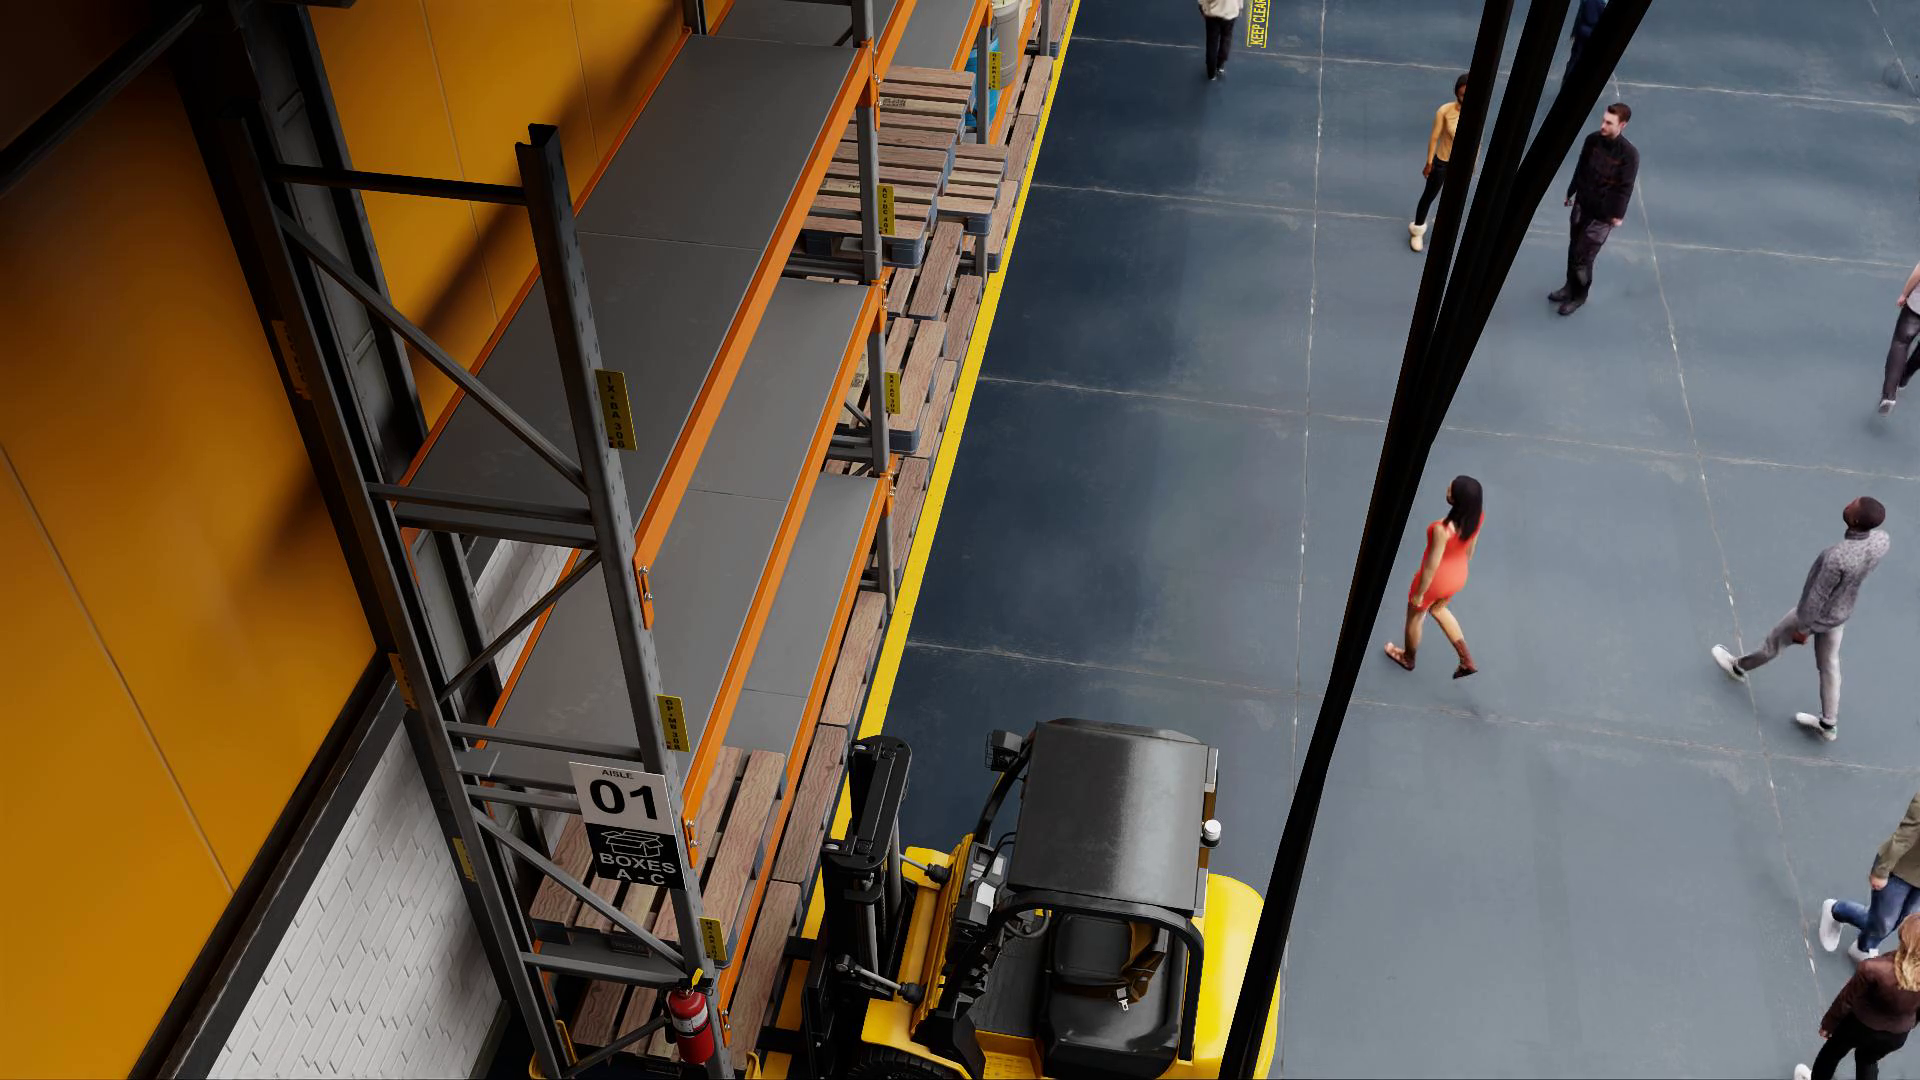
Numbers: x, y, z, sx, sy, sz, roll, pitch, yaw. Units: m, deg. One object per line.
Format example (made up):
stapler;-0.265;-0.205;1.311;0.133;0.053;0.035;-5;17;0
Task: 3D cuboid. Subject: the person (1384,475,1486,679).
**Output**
person;3.146;0.303;10.658;0.921;1.704;0.962;-29;51;-27

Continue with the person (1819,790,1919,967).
person;5.163;1.704;9.075;0.853;1.860;0.898;-8;44;-8

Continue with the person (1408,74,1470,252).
person;4.256;-3.294;14.466;0.649;1.659;0.619;-4;44;-4

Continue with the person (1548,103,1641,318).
person;5.297;-2.746;13.720;0.889;1.894;0.809;-19;47;-19

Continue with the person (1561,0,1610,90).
person;6.244;-5.018;16.588;0.730;1.228;0.948;25;49;24

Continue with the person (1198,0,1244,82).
person;2.629;-5.307;16.734;0.634;1.446;0.655;3;44;3

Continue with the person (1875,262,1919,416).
person;7.459;-1.757;12.745;0.876;1.808;1.203;19;47;18

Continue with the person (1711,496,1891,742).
person;5.451;0.518;10.368;1.173;1.793;1.292;-20;47;-20

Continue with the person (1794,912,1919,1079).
person;4.603;2.513;8.349;0.634;1.688;0.823;5;44;5
